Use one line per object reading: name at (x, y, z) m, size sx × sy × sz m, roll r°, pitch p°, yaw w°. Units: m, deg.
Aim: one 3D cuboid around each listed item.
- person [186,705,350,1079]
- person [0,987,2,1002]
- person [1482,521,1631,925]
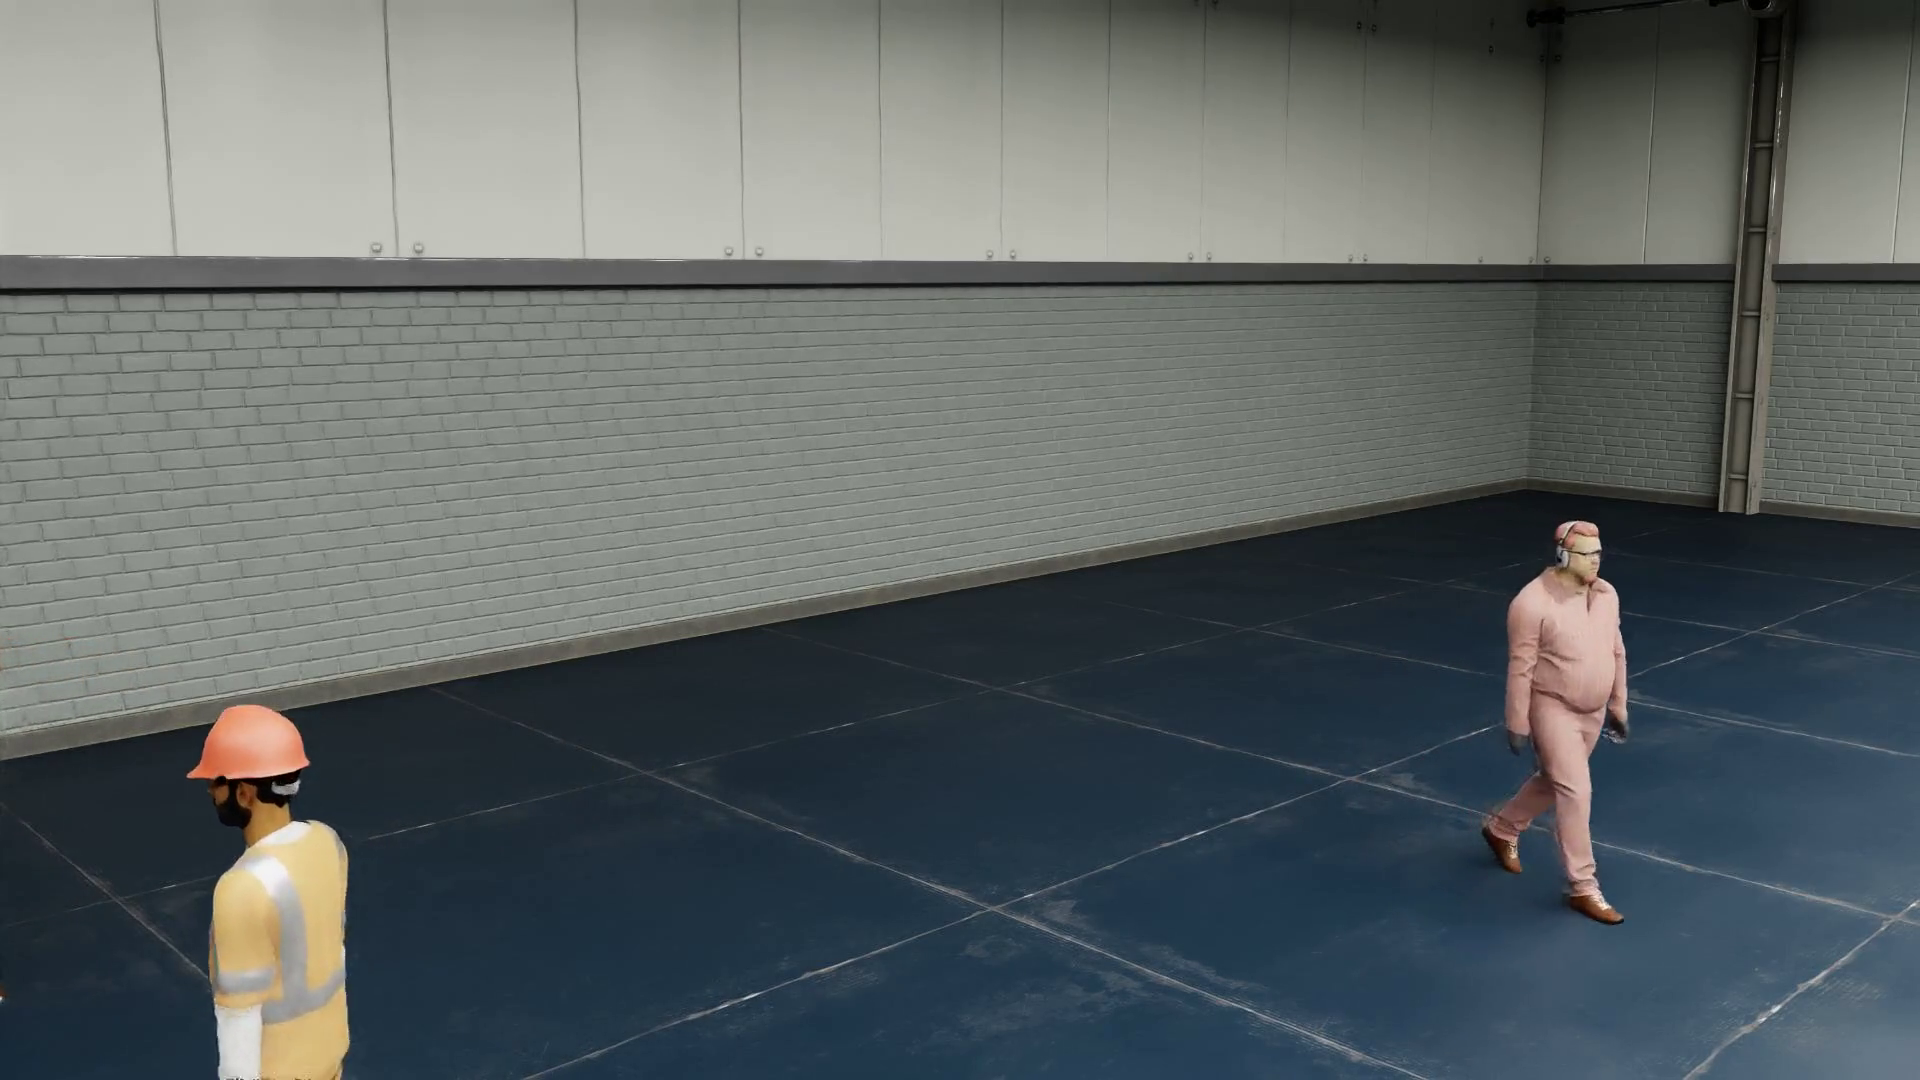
person at (-1.740, 1.377, 4.426) m, size 0.746 × 1.915 × 0.553 m, roll 0°, pitch 9°, yaw 1°
person at (-4.162, 1.138, 6.800) m, size 0.388 × 1.616 × 0.538 m, roll 2°, pitch 9°, yaw 13°
person at (2.902, 0.812, 8.066) m, size 0.649 × 1.872 × 0.939 m, roll -5°, pitch 10°, yaw -29°
